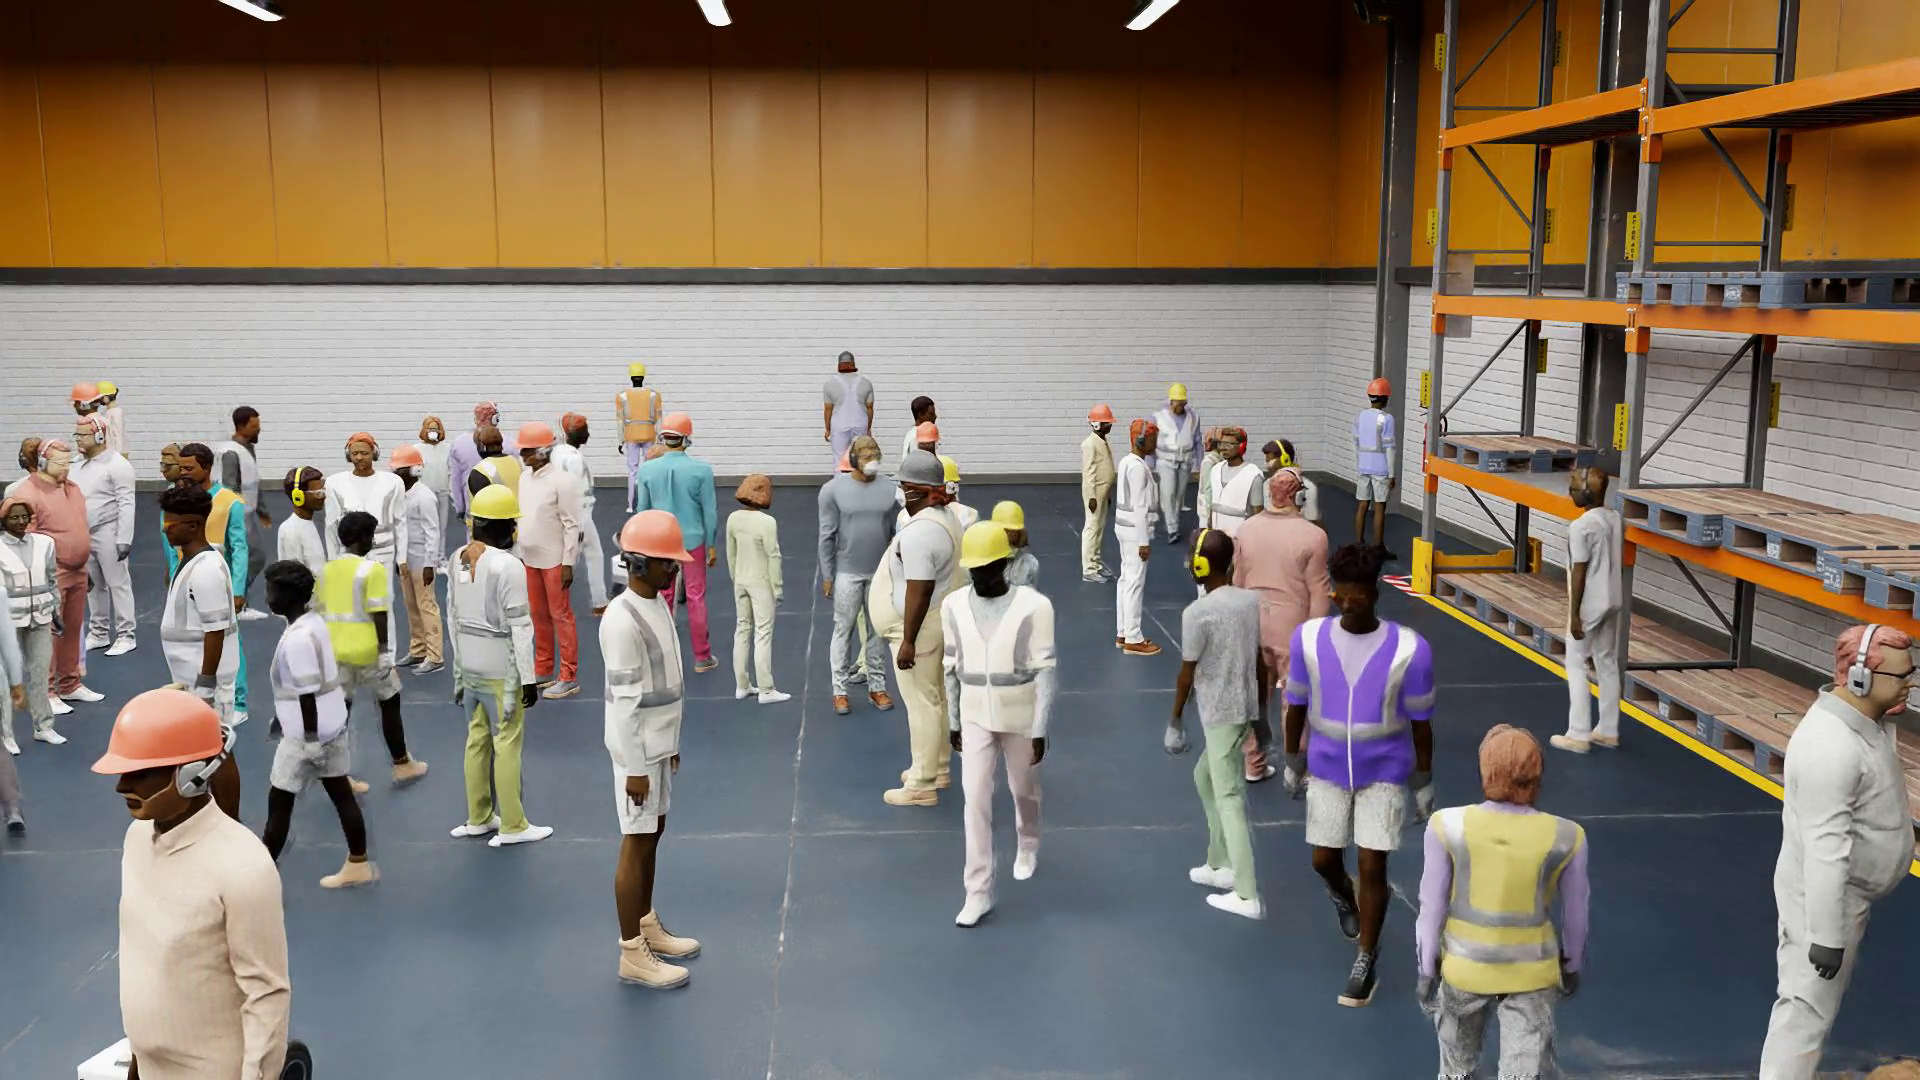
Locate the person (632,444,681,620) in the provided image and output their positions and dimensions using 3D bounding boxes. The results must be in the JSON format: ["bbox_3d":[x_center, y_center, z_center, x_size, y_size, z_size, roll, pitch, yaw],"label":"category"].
[{"bbox_3d":[-2.502,0.006,13.929,0.520,1.610,0.593,8,12,41],"label":"person"}]

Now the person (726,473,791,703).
[{"bbox_3d":[-1.443,0.339,11.803,0.498,1.633,0.278,8,12,40],"label":"person"}]

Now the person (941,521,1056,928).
[{"bbox_3d":[0.198,0.820,8.020,0.593,1.883,0.974,3,9,18],"label":"person"}]

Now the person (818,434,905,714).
[{"bbox_3d":[-0.665,0.231,11.534,0.628,1.938,0.375,-3,10,-19],"label":"person"}]

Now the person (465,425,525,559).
[{"bbox_3d":[-3.730,-0.005,13.330,0.429,1.836,0.634,3,9,17],"label":"person"}]

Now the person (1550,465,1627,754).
[{"bbox_3d":[4.022,0.438,10.569,0.525,1.834,0.355,-5,11,-31],"label":"person"}]

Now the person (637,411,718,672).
[{"bbox_3d":[-2.141,0.020,12.671,0.612,1.996,0.388,1,9,6],"label":"person"}]

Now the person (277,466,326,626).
[{"bbox_3d":[-3.988,0.476,10.200,0.336,1.873,0.521,-2,9,-11],"label":"person"}]

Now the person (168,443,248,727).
[{"bbox_3d":[-5.031,0.302,11.148,0.593,1.919,0.388,3,9,18],"label":"person"}]

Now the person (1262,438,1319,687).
[{"bbox_3d":[2.535,0.146,12.453,0.716,1.839,0.599,-7,11,-37],"label":"person"}]

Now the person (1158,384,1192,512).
[{"bbox_3d":[2.751,-1.177,21.313,0.524,1.637,0.306,9,13,43],"label":"person"}]

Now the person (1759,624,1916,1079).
[{"bbox_3d":[2.942,1.207,5.554,0.398,1.900,0.649,6,11,35],"label":"person"}]

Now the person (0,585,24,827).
[{"bbox_3d":[-5.311,0.779,8.813,0.432,1.711,0.583,9,13,44],"label":"person"}]

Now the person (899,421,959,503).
[{"bbox_3d":[-0.287,-0.169,14.613,0.563,1.754,0.327,2,9,14],"label":"person"}]

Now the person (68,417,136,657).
[{"bbox_3d":[-6.867,-0.028,13.253,0.640,1.910,0.407,4,10,24],"label":"person"}]

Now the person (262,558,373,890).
[{"bbox_3d":[-3.262,0.921,8.055,0.791,1.659,0.536,-1,9,-8],"label":"person"}]

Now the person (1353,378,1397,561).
[{"bbox_3d":[4.419,-0.746,17.667,0.354,1.939,0.544,-6,11,-35],"label":"person"}]

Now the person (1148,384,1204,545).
[{"bbox_3d":[2.465,-0.841,18.689,0.621,1.793,0.873,-2,9,-9],"label":"person"}]

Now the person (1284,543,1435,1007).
[{"bbox_3d":[1.703,0.940,7.064,0.635,1.940,0.649,4,10,25],"label":"person"}]

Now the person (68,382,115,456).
[{"bbox_3d":[-8.412,-0.541,16.199,0.396,1.992,0.622,-2,9,-12],"label":"person"}]

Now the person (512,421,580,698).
[{"bbox_3d":[-2.988,0.137,11.942,0.622,1.992,0.396,8,12,40],"label":"person"}]

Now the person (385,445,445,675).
[{"bbox_3d":[-4.168,0.145,12.648,0.346,1.748,0.569,-8,12,-42],"label":"person"}]

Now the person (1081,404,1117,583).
[{"bbox_3d":[1.385,-0.467,16.485,0.327,1.753,0.563,3,10,20],"label":"person"}]

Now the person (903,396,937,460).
[{"bbox_3d":[-0.387,-0.374,15.390,0.398,1.920,0.589,0,9,0],"label":"person"}]

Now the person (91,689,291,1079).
[{"bbox_3d":[-1.969,1.354,4.297,0.613,1.994,0.381,6,11,33],"label":"person"}]

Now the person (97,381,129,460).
[{"bbox_3d":[-10.195,-1.030,20.021,0.339,1.761,0.524,-7,12,-39],"label":"person"}]

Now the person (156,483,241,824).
[{"bbox_3d":[-3.942,0.676,8.644,0.367,1.967,0.606,-5,11,-31],"label":"person"}]

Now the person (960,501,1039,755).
[{"bbox_3d":[0.223,0.588,10.037,0.488,1.707,0.858,-2,9,-13],"label":"person"}]

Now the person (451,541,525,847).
[{"bbox_3d":[-2.521,0.809,8.851,0.498,1.634,0.278,7,11,36],"label":"person"}]

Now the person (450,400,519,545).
[{"bbox_3d":[-4.230,-0.305,14.992,0.655,1.906,0.407,1,9,6],"label":"person"}]

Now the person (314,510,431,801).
[{"bbox_3d":[-3.465,0.658,9.735,0.577,1.644,0.745,4,10,22],"label":"person"}]

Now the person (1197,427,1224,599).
[{"bbox_3d":[2.330,-0.222,15.300,0.310,1.642,0.514,3,9,17],"label":"person"}]

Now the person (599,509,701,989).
[{"bbox_3d":[-1.319,0.880,7.141,0.385,2.040,0.605,0,9,2],"label":"person"}]

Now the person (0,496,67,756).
[{"bbox_3d":[-5.959,0.532,10.572,0.312,1.639,0.518,6,11,31],"label":"person"}]

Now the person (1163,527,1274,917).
[{"bbox_3d":[1.209,0.857,7.930,0.674,1.836,0.524,8,12,43],"label":"person"}]

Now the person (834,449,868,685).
[{"bbox_3d":[-0.756,0.193,12.341,0.333,1.753,0.562,0,9,-2],"label":"person"}]

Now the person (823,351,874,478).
[{"bbox_3d":[-1.499,-1.514,22.163,0.678,2.000,0.537,-2,9,-14],"label":"person"}]

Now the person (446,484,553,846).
[{"bbox_3d":[-2.460,0.661,8.863,0.595,1.925,0.372,7,11,36],"label":"person"}]

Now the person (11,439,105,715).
[{"bbox_3d":[-6.254,0.244,11.572,0.401,1.899,0.648,1,9,6],"label":"person"}]

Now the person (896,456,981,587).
[{"bbox_3d":[-0.125,0.356,11.093,0.591,1.828,0.403,2,9,11],"label":"person"}]

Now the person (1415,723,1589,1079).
[{"bbox_3d":[1.748,1.375,5.395,0.526,1.601,0.811,3,9,17],"label":"person"}]

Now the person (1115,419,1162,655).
[{"bbox_3d":[1.421,-0.029,13.322,0.355,1.887,0.574,-1,9,-5],"label":"person"}]

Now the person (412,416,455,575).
[{"bbox_3d":[-5.256,-0.428,16.621,0.285,1.631,0.501,7,11,38],"label":"person"}]

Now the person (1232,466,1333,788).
[{"bbox_3d":[1.914,0.521,9.801,0.399,1.912,0.642,-9,13,-44],"label":"person"}]

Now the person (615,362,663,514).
[{"bbox_3d":[-4.061,-1.289,21.099,0.587,1.930,0.355,-2,9,-15],"label":"person"}]

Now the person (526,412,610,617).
[{"bbox_3d":[-3.386,-0.204,14.537,0.838,1.850,0.594,-6,11,-33],"label":"person"}]

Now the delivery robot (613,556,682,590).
[{"bbox_3d":[-2.882,0.272,15.307,0.707,0.478,0.477,8,12,42],"label":"delivery robot"}]

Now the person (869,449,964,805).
[{"bbox_3d":[-0.258,0.492,9.568,0.537,2.000,0.683,2,9,15],"label":"person"}]

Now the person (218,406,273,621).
[{"bbox_3d":[-6.251,-0.221,14.499,0.456,1.897,0.630,-2,9,-12],"label":"person"}]

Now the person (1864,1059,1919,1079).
[{"bbox_3d":[1.472,1.699,2.725,0.866,1.814,0.520,2,9,10],"label":"person"}]

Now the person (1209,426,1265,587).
[{"bbox_3d":[2.175,0.019,13.134,0.372,1.847,0.571,-6,11,-31],"label":"person"}]

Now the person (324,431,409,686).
[{"bbox_3d":[-4.368,0.141,12.269,0.576,1.882,0.362,-3,9,-17],"label":"person"}]

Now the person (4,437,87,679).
[{"bbox_3d":[-6.784,0.151,12.364,0.502,1.840,0.349,-8,12,-41],"label":"person"}]
